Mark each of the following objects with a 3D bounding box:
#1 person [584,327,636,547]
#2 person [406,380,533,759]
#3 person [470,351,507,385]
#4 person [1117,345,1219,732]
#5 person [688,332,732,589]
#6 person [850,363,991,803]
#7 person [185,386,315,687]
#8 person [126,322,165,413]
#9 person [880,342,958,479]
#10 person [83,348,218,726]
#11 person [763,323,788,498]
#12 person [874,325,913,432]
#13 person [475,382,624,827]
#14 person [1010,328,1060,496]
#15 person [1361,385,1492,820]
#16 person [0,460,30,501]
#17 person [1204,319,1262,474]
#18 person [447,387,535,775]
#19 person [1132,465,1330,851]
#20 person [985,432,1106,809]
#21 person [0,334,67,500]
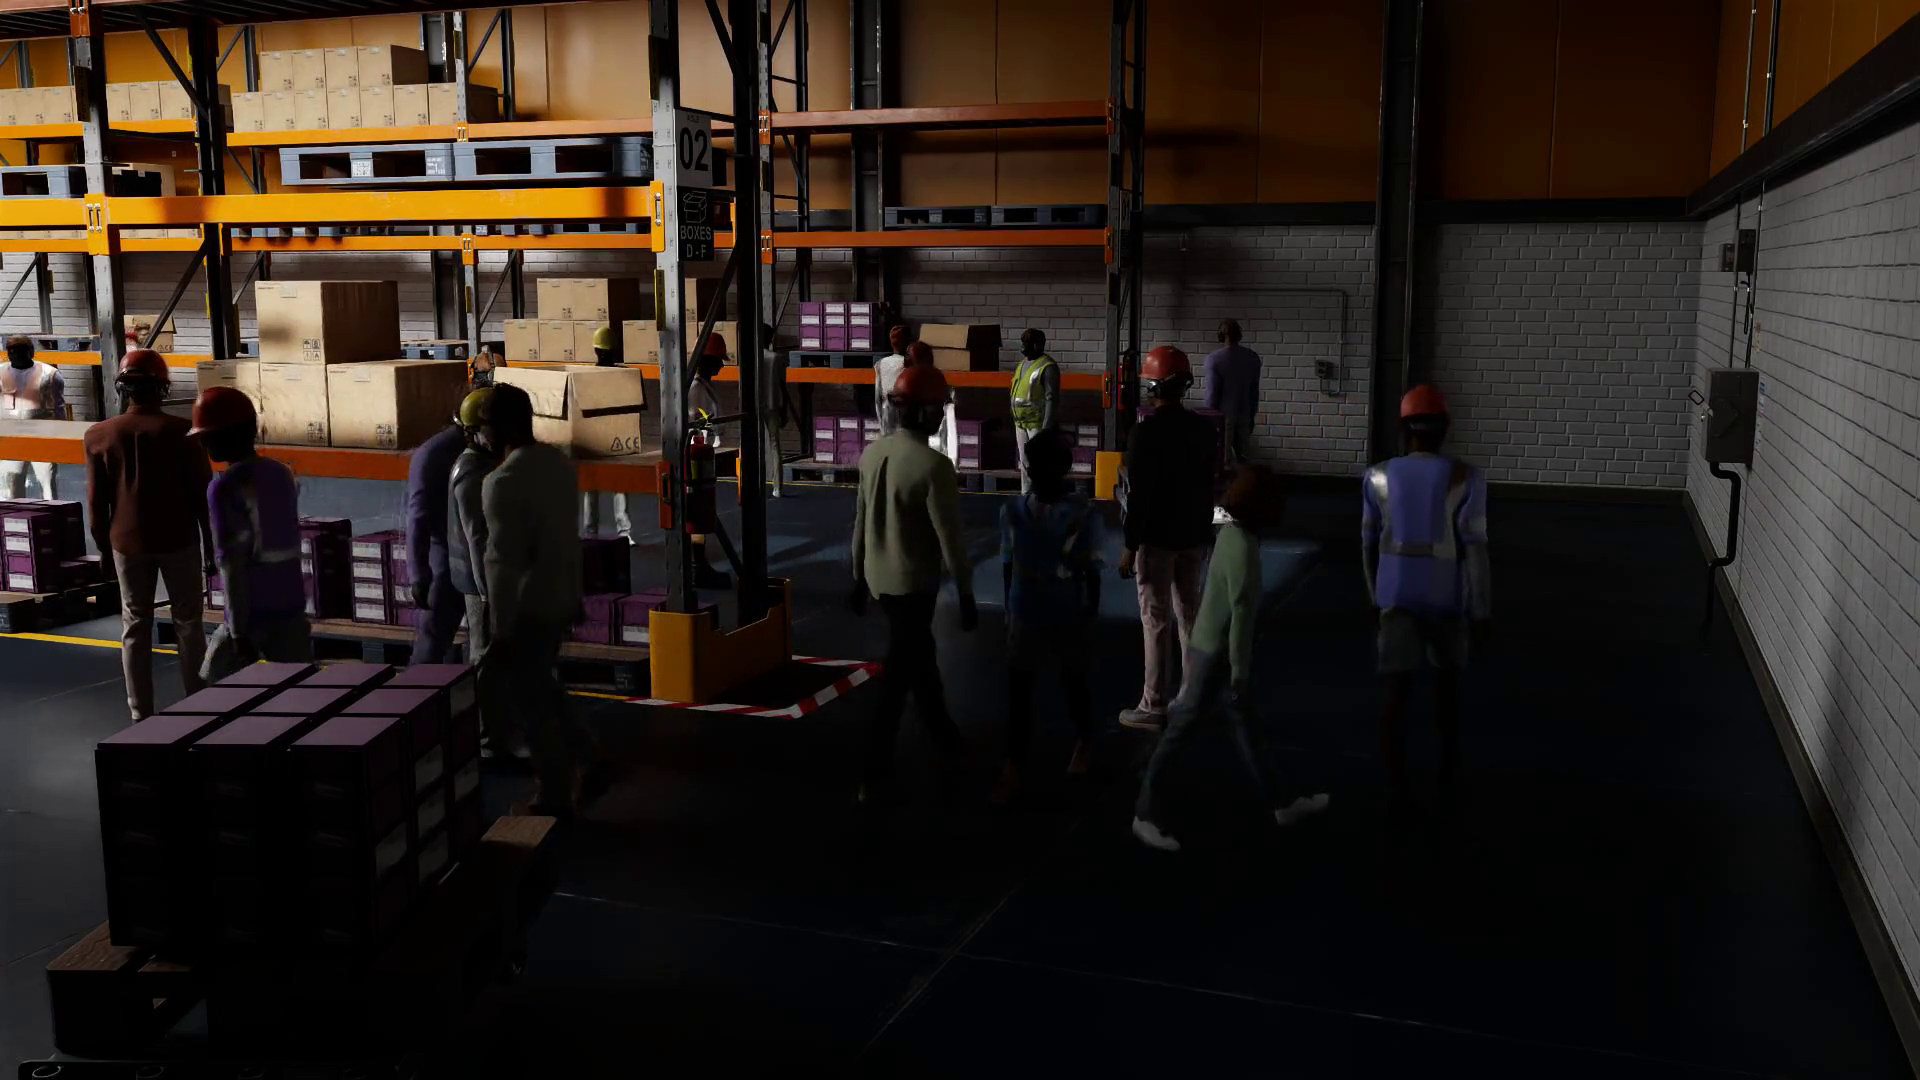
[{"bbox_3d":[-3.042,-0.871,14.320,0.587,1.918,0.406,-4,10,-22],"label":"person"},{"bbox_3d":[-2.467,0.130,8.234,0.941,1.855,0.718,8,12,42],"label":"person"},{"bbox_3d":[-3.200,-0.387,11.549,0.429,1.836,0.625,-2,9,-13],"label":"person"},{"bbox_3d":[1.070,-0.006,8.636,0.611,1.996,0.378,-7,11,-37],"label":"person"},{"bbox_3d":[-1.904,-0.601,12.586,0.374,1.928,0.542,-1,9,-7],"label":"person"},{"bbox_3d":[-0.122,0.181,7.574,0.938,1.950,0.665,-7,11,-36],"label":"person"},{"bbox_3d":[-3.096,0.283,7.147,0.962,1.882,0.543,3,10,18],"label":"person"},{"bbox_3d":[-9.227,-1.569,19.014,0.749,1.818,0.566,3,9,16],"label":"person"},{"bbox_3d":[-0.377,-0.585,12.740,0.580,1.852,0.886,-6,11,-32],"label":"person"},{"bbox_3d":[-4.109,0.017,8.520,0.611,1.986,0.393,-2,9,-11],"label":"person"},{"bbox_3d":[-2.071,-1.365,17.613,0.501,1.862,0.328,-3,10,-20],"label":"person"},{"bbox_3d":[-0.554,-1.091,15.806,0.574,1.883,0.355,7,12,38],"label":"person"},{"bbox_3d":[-1.785,0.296,6.982,0.443,1.915,0.658,2,9,12],"label":"person"},{"bbox_3d":[0.706,-1.128,16.164,0.429,1.845,0.621,-5,10,-30],"label":"person"},{"bbox_3d":[2.085,0.251,7.415,0.605,1.863,0.992,5,10,26],"label":"person"},{"bbox_3d":[-9.904,-1.254,16.958,0.420,1.837,0.606,-1,9,-8],"label":"person"},{"bbox_3d":[2.637,-1.185,16.246,0.628,1.933,0.378,-4,10,-24],"label":"person"},{"bbox_3d":[-2.217,0.191,7.910,0.404,1.833,0.590,-2,9,-14],"label":"person"},{"bbox_3d":[1.136,0.481,6.875,0.887,1.577,0.590,1,9,5],"label":"person"},{"bbox_3d":[0.410,0.336,7.565,0.537,1.663,0.794,4,10,24],"label":"person"},{"bbox_3d":[-8.271,-0.903,14.757,0.634,1.839,0.429,-3,10,-21],"label":"person"}]
